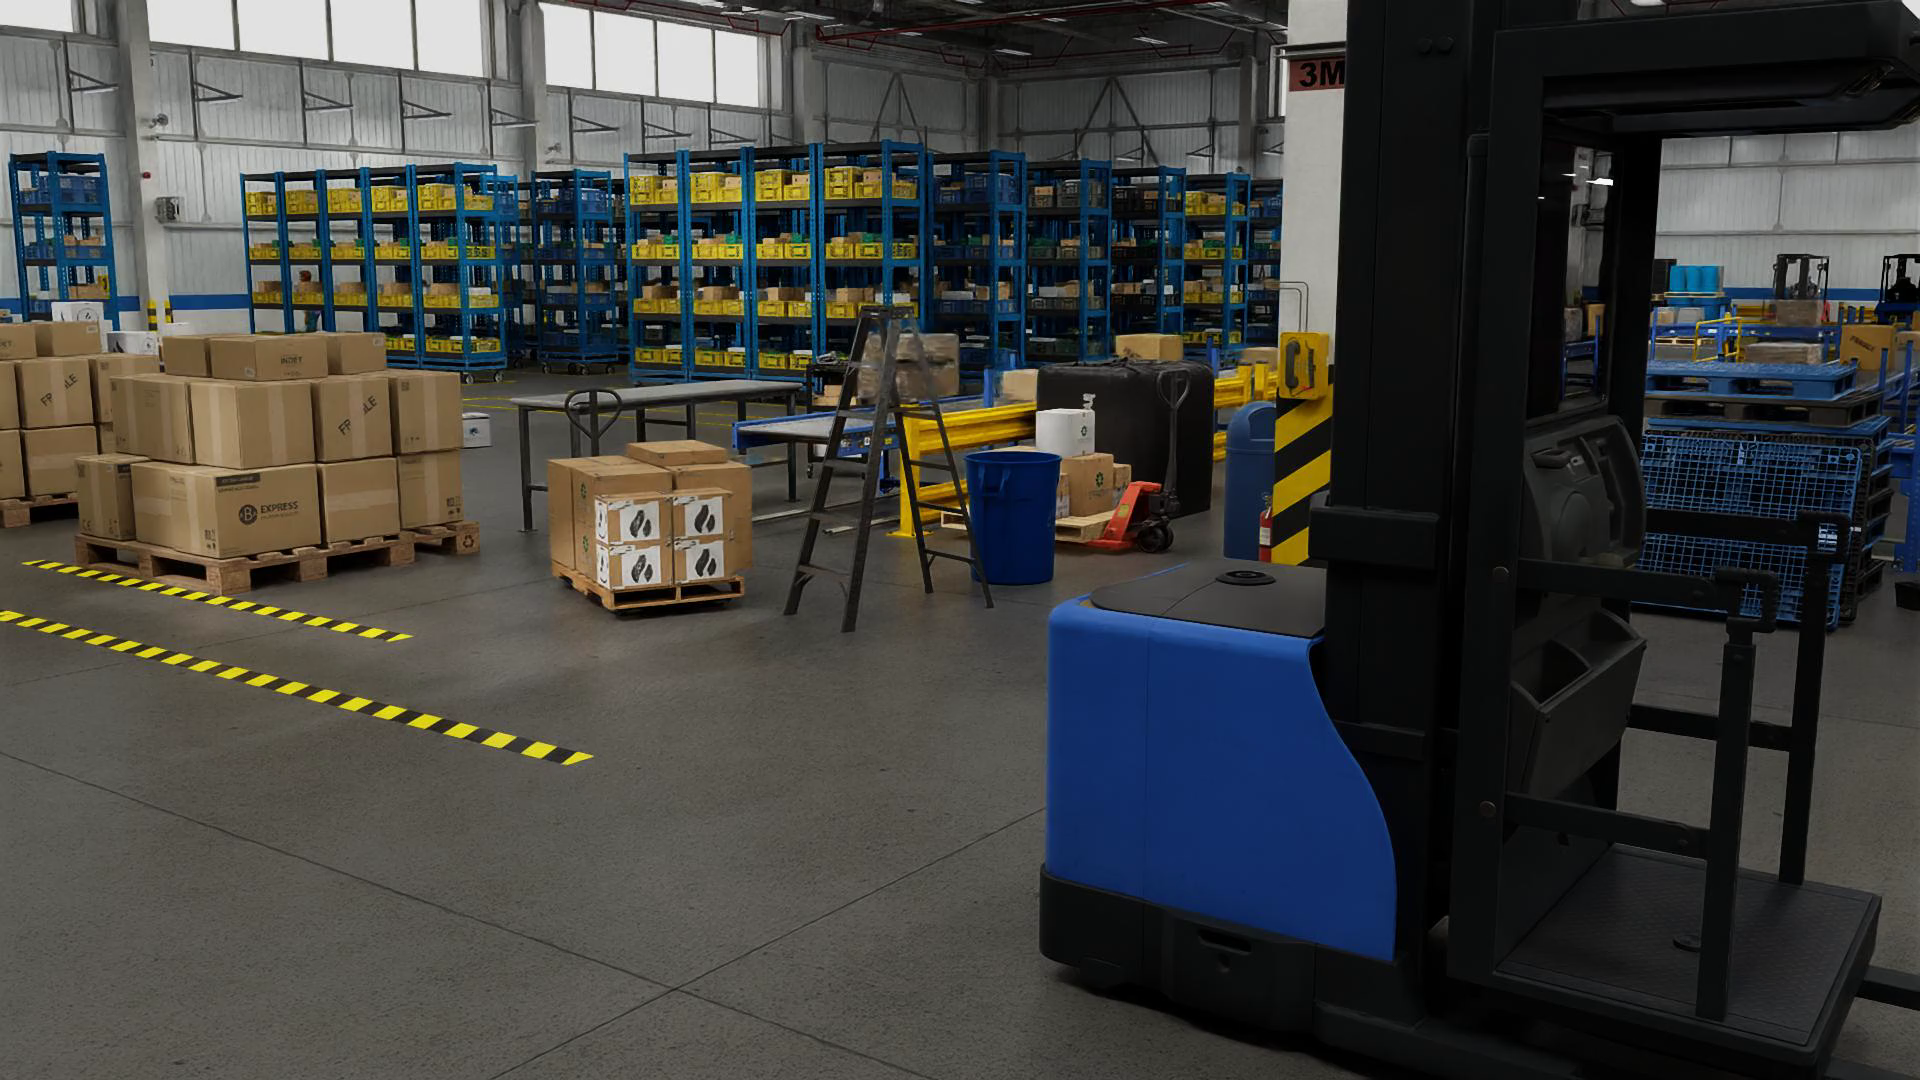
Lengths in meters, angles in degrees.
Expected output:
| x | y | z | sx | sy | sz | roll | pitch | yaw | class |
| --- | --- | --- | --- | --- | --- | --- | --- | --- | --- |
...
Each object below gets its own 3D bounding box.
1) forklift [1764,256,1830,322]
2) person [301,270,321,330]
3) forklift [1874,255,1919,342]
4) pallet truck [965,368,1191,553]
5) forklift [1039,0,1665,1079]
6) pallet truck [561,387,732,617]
| x | y | z | sx | sy | sz | roll | pitch | yaw | class |
| --- | --- | --- | --- | --- | --- | --- | --- | --- | --- |
| 20.253 | -5.854 | 40.139 | 1.157 | 1.987 | 2.680 | 7 | 12 | 35 | forklift |
| -13.246 | -4.596 | 33.994 | 0.386 | 1.845 | 0.564 | -1 | 10 | -8 | person |
| 22.089 | -5.634 | 38.796 | 1.157 | 1.987 | 2.680 | 6 | 11 | 33 | forklift |
| 0.845 | -0.609 | 11.869 | 1.630 | 1.274 | 0.653 | 7 | 12 | 35 | pallet truck |
| 1.249 | -0.137 | 4.360 | 1.873 | 2.768 | 1.129 | 7 | 12 | 35 | forklift |
| -1.981 | -0.274 | 10.088 | 0.680 | 1.201 | 1.601 | -5 | 11 | -28 | pallet truck |
